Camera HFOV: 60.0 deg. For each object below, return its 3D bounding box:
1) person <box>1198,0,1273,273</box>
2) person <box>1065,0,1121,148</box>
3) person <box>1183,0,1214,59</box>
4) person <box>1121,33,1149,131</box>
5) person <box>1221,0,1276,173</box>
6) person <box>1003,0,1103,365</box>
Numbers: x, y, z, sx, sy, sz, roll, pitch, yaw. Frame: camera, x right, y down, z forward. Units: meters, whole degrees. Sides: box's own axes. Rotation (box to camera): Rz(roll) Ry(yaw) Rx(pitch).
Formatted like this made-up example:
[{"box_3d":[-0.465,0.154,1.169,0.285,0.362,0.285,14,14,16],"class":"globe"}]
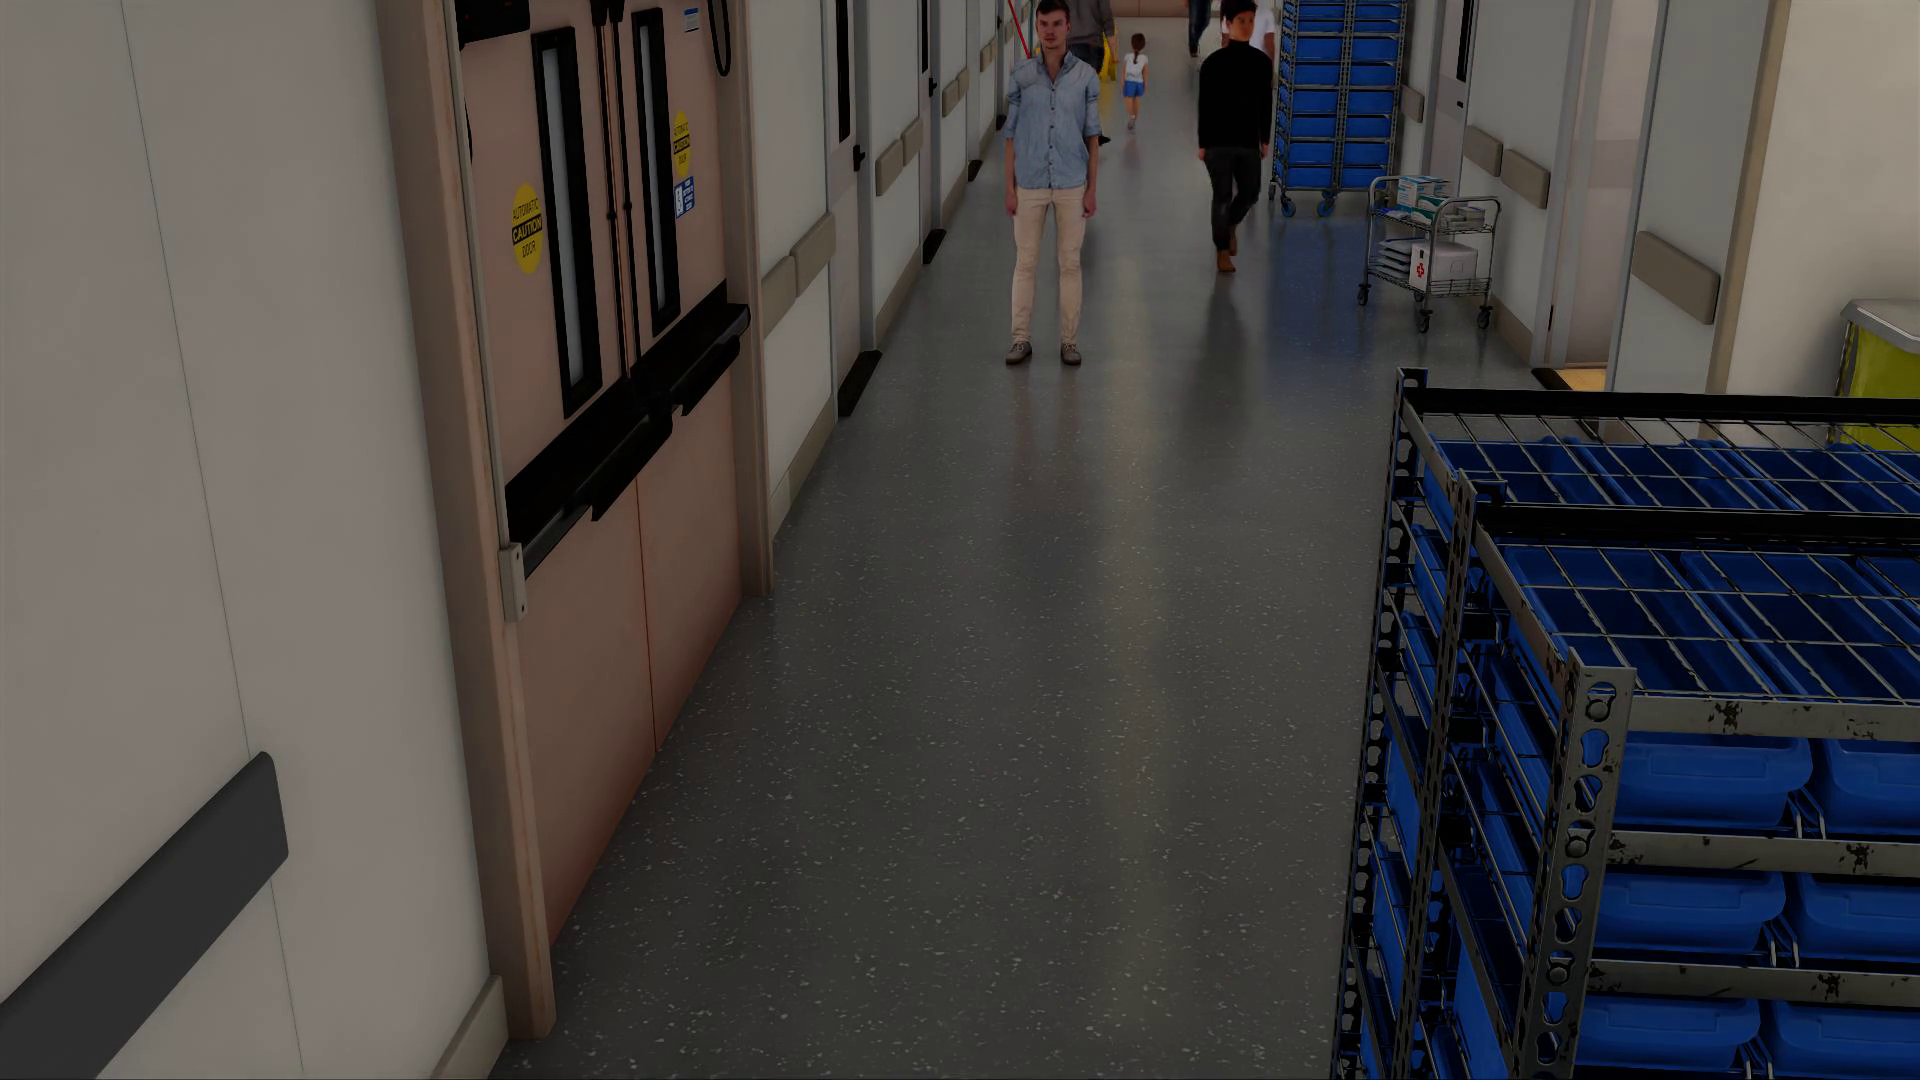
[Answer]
[{"box_3d":[1.764,-2.637,10.889,0.740,1.709,0.886,-2,21,-6],"class":"person"},{"box_3d":[1.147,-4.577,15.816,1.127,1.848,1.351,15,25,34],"class":"person"},{"box_3d":[3.831,-8.767,26.889,0.771,1.840,0.906,-2,21,-6],"class":"person"},{"box_3d":[1.875,-4.929,17.922,0.475,1.013,0.631,-1,21,-2],"class":"person"},{"box_3d":[2.598,-4.163,14.946,0.764,1.688,1.168,5,21,12],"class":"person"},{"box_3d":[0.475,-1.845,8.603,0.647,1.847,0.523,1,21,4],"class":"person"}]
